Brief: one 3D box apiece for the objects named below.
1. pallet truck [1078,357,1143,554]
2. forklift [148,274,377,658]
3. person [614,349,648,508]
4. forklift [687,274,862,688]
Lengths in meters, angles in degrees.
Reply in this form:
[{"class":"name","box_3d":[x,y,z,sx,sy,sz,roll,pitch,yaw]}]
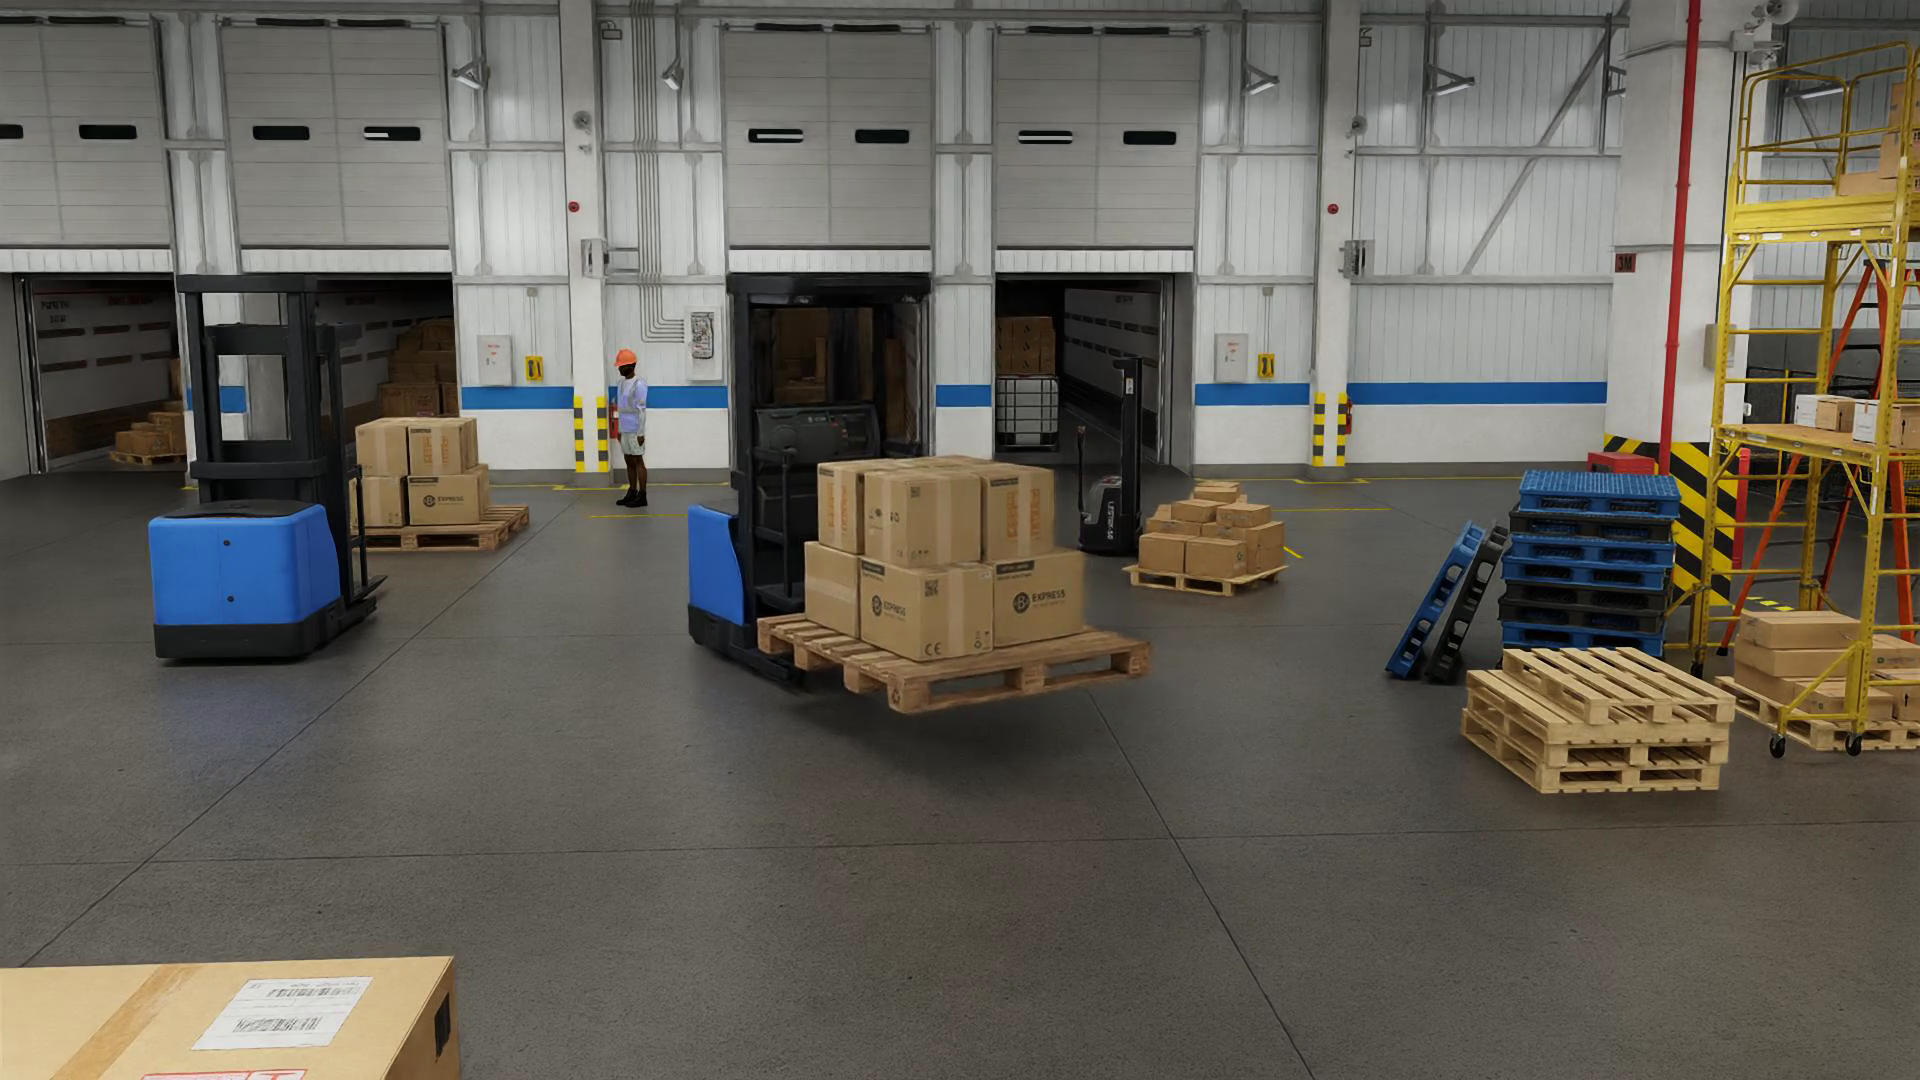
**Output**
[{"class":"pallet truck","box_3d":[2.088,-0.836,16.757,1.885,1.965,0.823,2,9,13]},{"class":"forklift","box_3d":[-5.348,-0.627,12.681,1.129,2.768,1.873,-1,9,-4]},{"class":"person","box_3d":[-4.024,-1.358,20.261,0.389,1.929,0.544,-8,12,-41]},{"class":"forklift","box_3d":[-1.186,-0.529,12.072,1.129,2.768,1.873,-6,11,-31]}]
